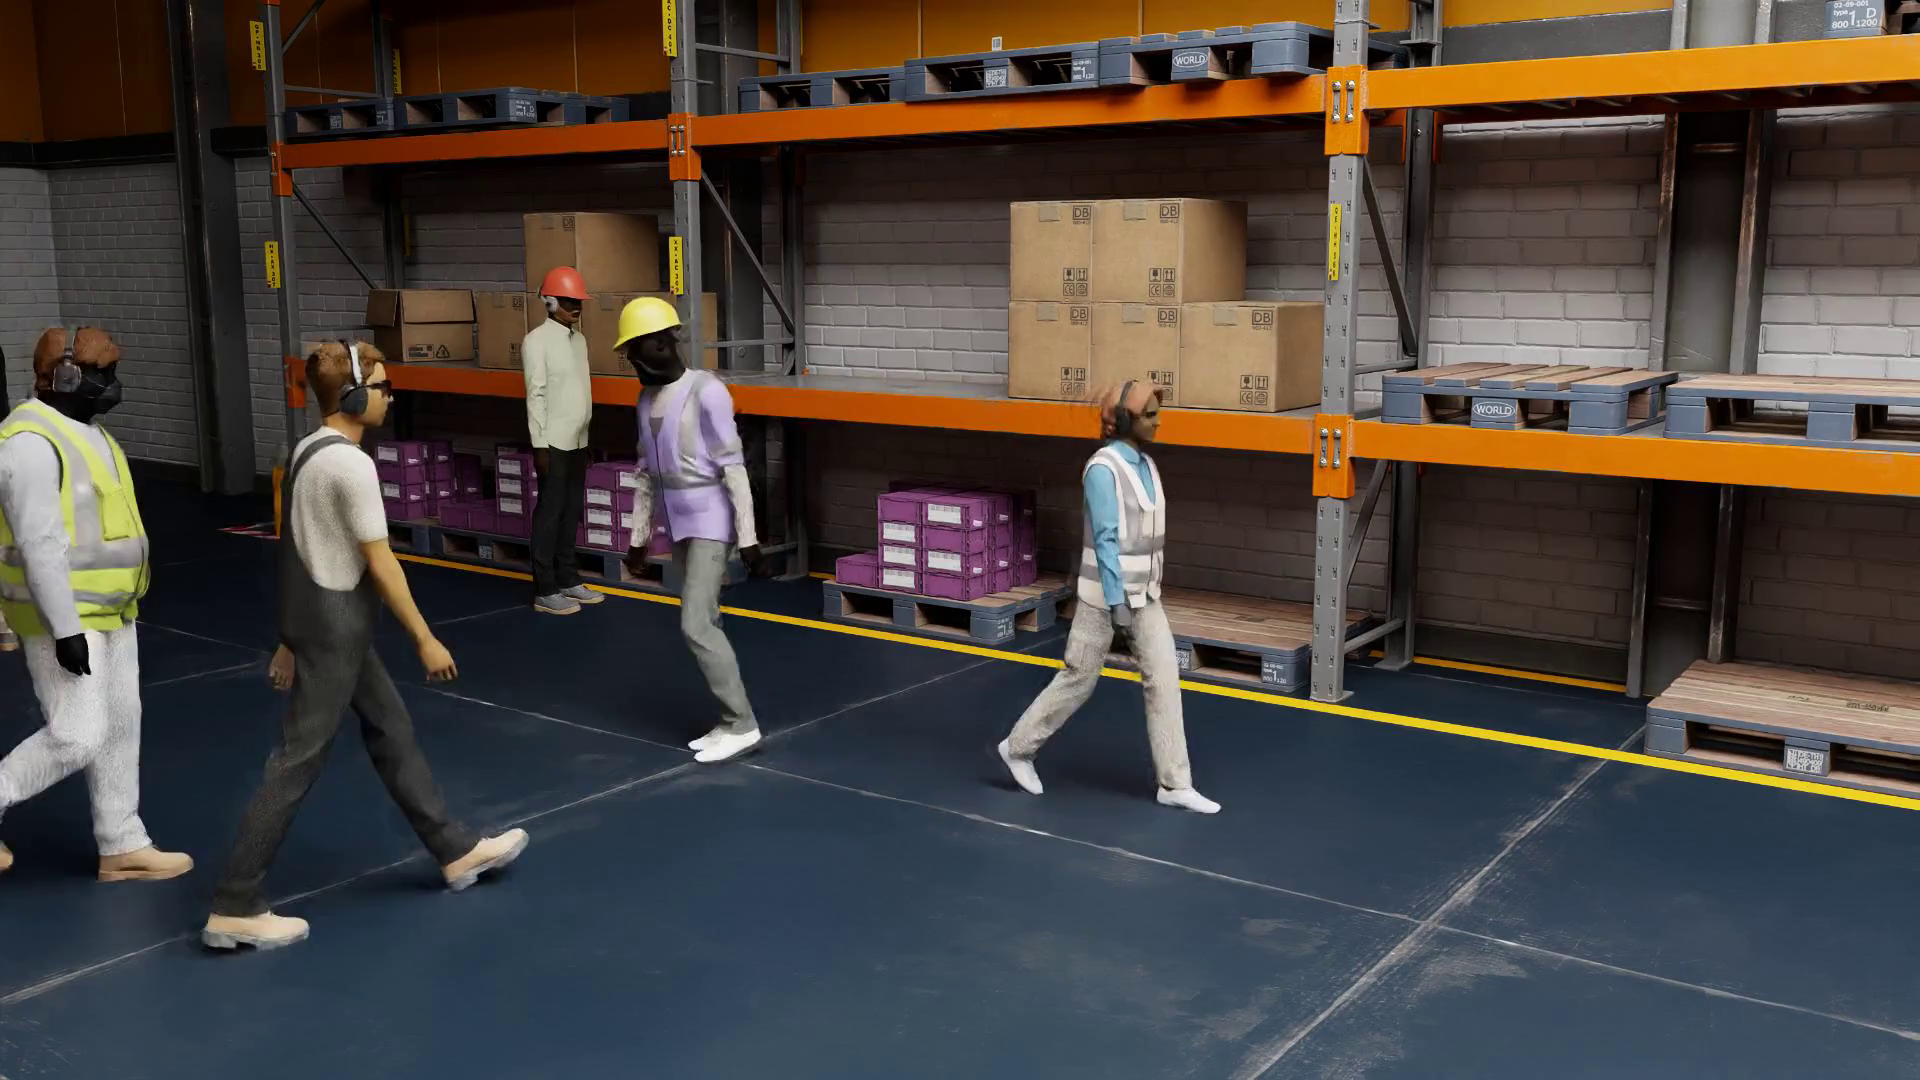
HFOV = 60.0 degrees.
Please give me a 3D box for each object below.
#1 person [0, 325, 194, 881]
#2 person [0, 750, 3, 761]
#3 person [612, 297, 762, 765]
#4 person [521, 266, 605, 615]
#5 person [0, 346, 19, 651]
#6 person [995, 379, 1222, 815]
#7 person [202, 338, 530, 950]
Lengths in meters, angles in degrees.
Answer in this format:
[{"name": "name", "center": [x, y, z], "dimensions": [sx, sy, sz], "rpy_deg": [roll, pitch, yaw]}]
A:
[{"name": "person", "center": [-2.884, 0.239, 5.269], "dimensions": [0.635, 1.823, 0.632], "rpy_deg": [-1, 10, -5]}, {"name": "person", "center": [-3.878, 0.047, 6.162], "dimensions": [0.722, 1.909, 0.577], "rpy_deg": [7, 12, 37]}, {"name": "person", "center": [-1.095, -0.043, 6.772], "dimensions": [0.553, 1.874, 0.631], "rpy_deg": [-8, 12, -39]}, {"name": "person", "center": [-2.286, -0.578, 9.625], "dimensions": [0.400, 1.989, 0.623], "rpy_deg": [2, 10, 14]}, {"name": "person", "center": [-5.119, -0.381, 8.442], "dimensions": [0.381, 1.996, 0.608], "rpy_deg": [6, 11, 31]}, {"name": "person", "center": [0.539, 0.198, 6.157], "dimensions": [0.838, 1.604, 0.506], "rpy_deg": [6, 11, 33]}, {"name": "person", "center": [-1.845, 0.299, 5.018], "dimensions": [1.028, 1.790, 0.507], "rpy_deg": [-6, 11, -30]}]
